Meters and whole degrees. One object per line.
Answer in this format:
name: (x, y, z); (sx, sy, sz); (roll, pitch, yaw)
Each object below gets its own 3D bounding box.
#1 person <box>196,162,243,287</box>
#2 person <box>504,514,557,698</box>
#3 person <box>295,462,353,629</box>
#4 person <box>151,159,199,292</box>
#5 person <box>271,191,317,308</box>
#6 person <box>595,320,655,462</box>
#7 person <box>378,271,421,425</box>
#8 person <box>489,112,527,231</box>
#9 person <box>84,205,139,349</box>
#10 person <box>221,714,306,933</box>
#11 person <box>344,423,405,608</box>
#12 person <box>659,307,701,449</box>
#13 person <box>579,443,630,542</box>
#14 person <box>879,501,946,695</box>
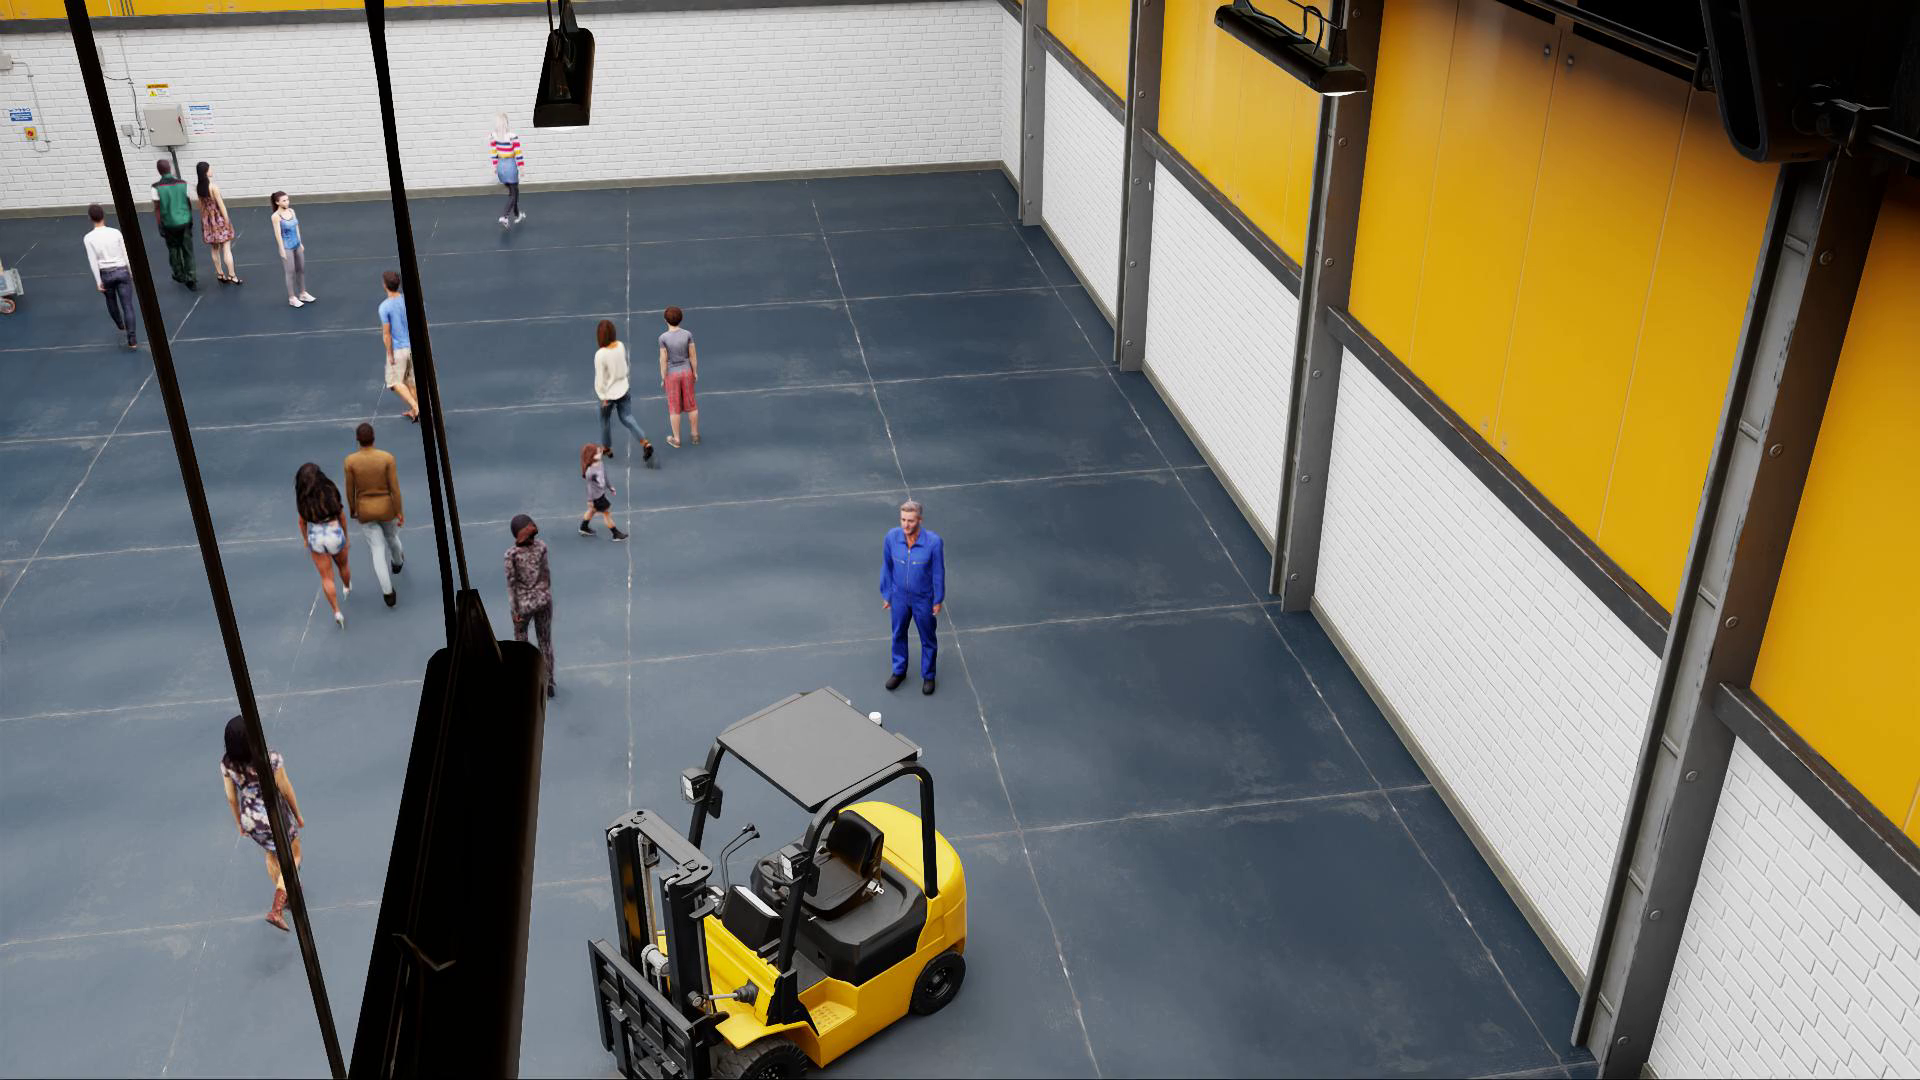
person: (-10.518, -4.468, 23.514); (0.797, 1.774, 0.837); (11, 30, 19)
person: (-3.647, 0.594, 14.324); (0.820, 1.689, 0.987); (-19, 34, -31)
person: (-5.847, 0.080, 15.371); (0.680, 1.587, 0.975); (-10, 30, -18)
person: (-10.939, -4.381, 23.327); (0.952, 1.800, 1.057); (-25, 37, -37)
person: (-9.202, -4.018, 22.863); (0.703, 1.608, 0.615); (10, 30, 18)
person: (-3.750, -1.608, 18.404); (1.081, 1.646, 1.011); (20, 34, 32)
person: (-6.410, -2.200, 19.279); (0.980, 1.849, 0.904); (21, 35, 34)
person: (-7.036, -5.690, 25.746); (0.978, 1.782, 1.190); (8, 30, 15)
person: (-10.879, -3.353, 21.419); (0.835, 1.823, 1.269); (-12, 31, -22)
person: (-4.880, 2.018, 11.682); (0.690, 1.719, 0.936); (-1, 29, -1)
person: (-5.502, -0.201, 15.696); (0.770, 1.770, 1.165); (-9, 30, -17)
person: (-3.183, -1.851, 18.846); (0.629, 1.651, 0.601); (-12, 31, -21)
person: (-3.751, -0.500, 16.962); (0.678, 1.082, 0.774); (4, 29, 7)
person: (-0.406, 0.475, 14.395); (0.787, 1.828, 0.714); (6, 29, 11)
